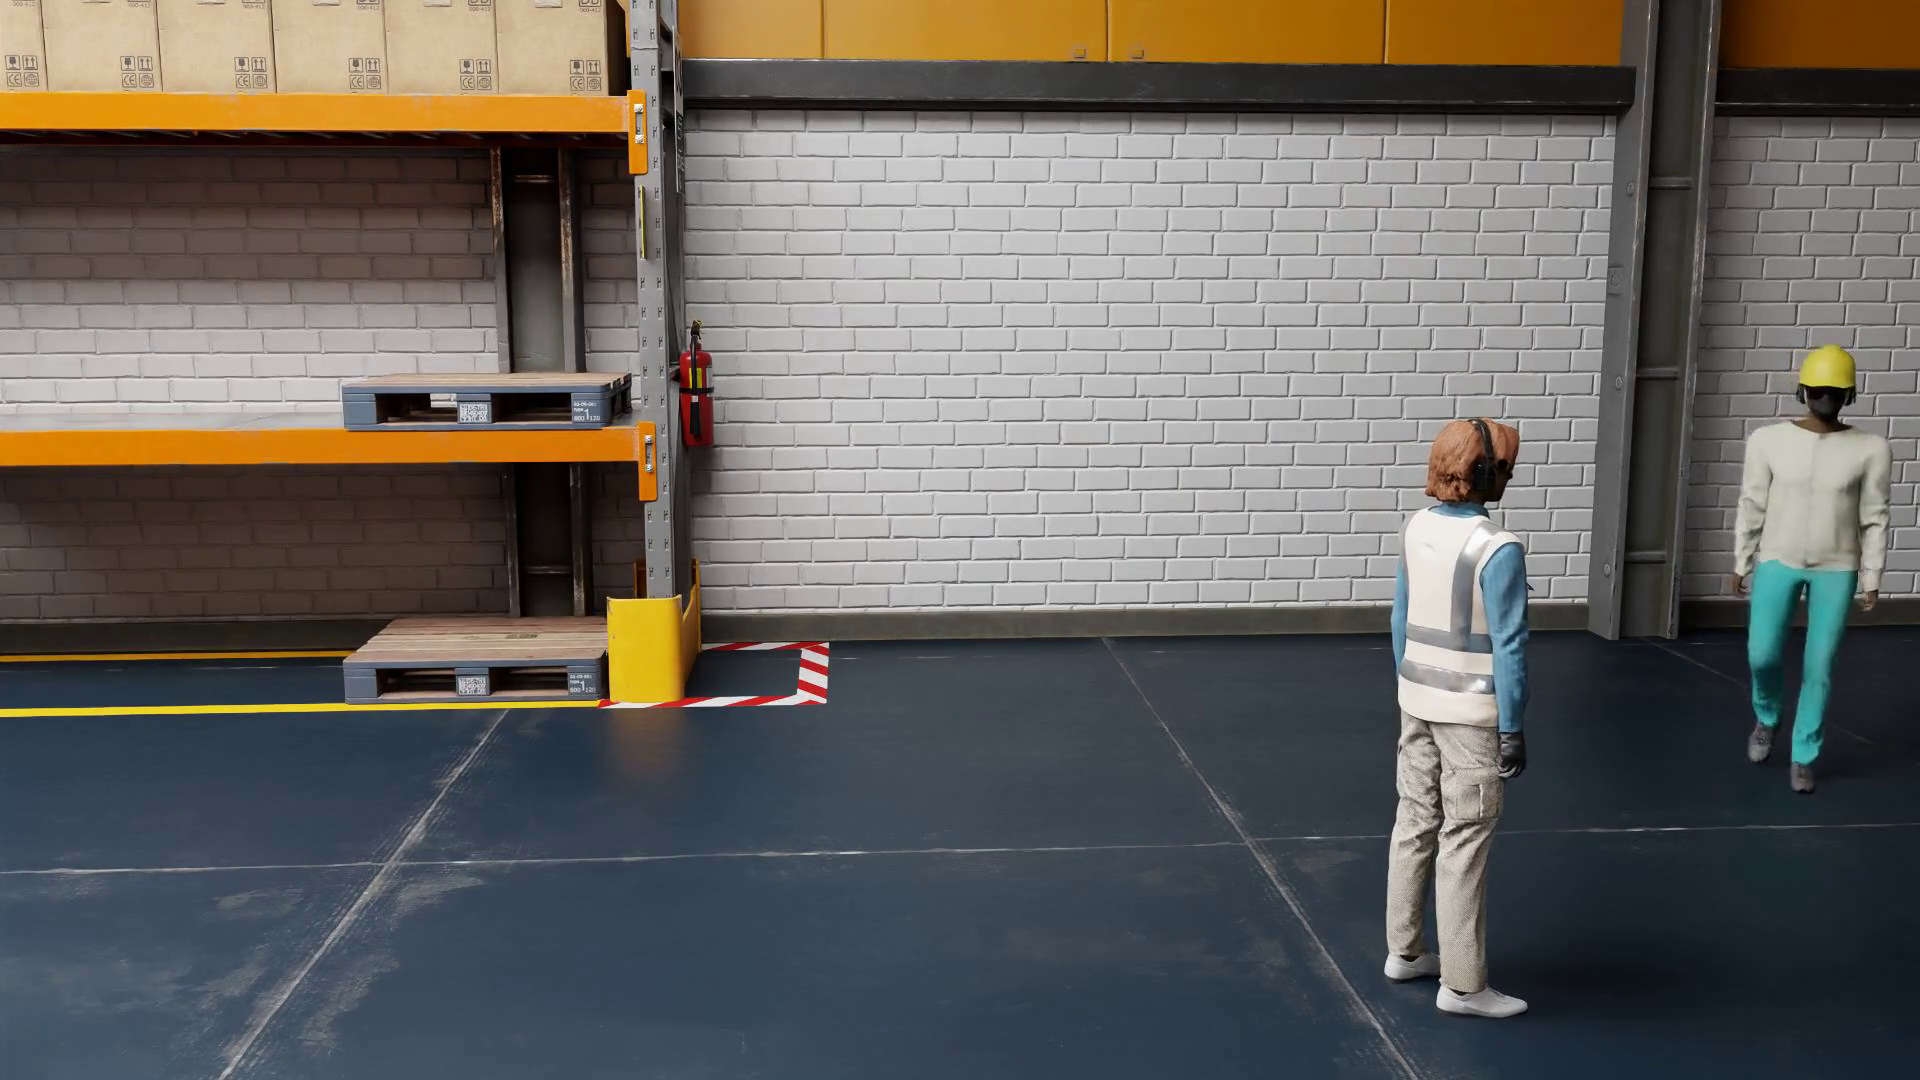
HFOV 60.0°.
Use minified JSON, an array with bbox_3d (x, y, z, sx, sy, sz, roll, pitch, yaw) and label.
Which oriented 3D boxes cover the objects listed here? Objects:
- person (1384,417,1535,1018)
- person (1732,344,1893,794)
[{"bbox_3d":[1.370,0.484,4.575,0.306,1.639,0.516,-3,10,-19],"label":"person"},{"bbox_3d":[3.334,0.110,6.532,0.543,1.754,0.380,4,10,24],"label":"person"}]
